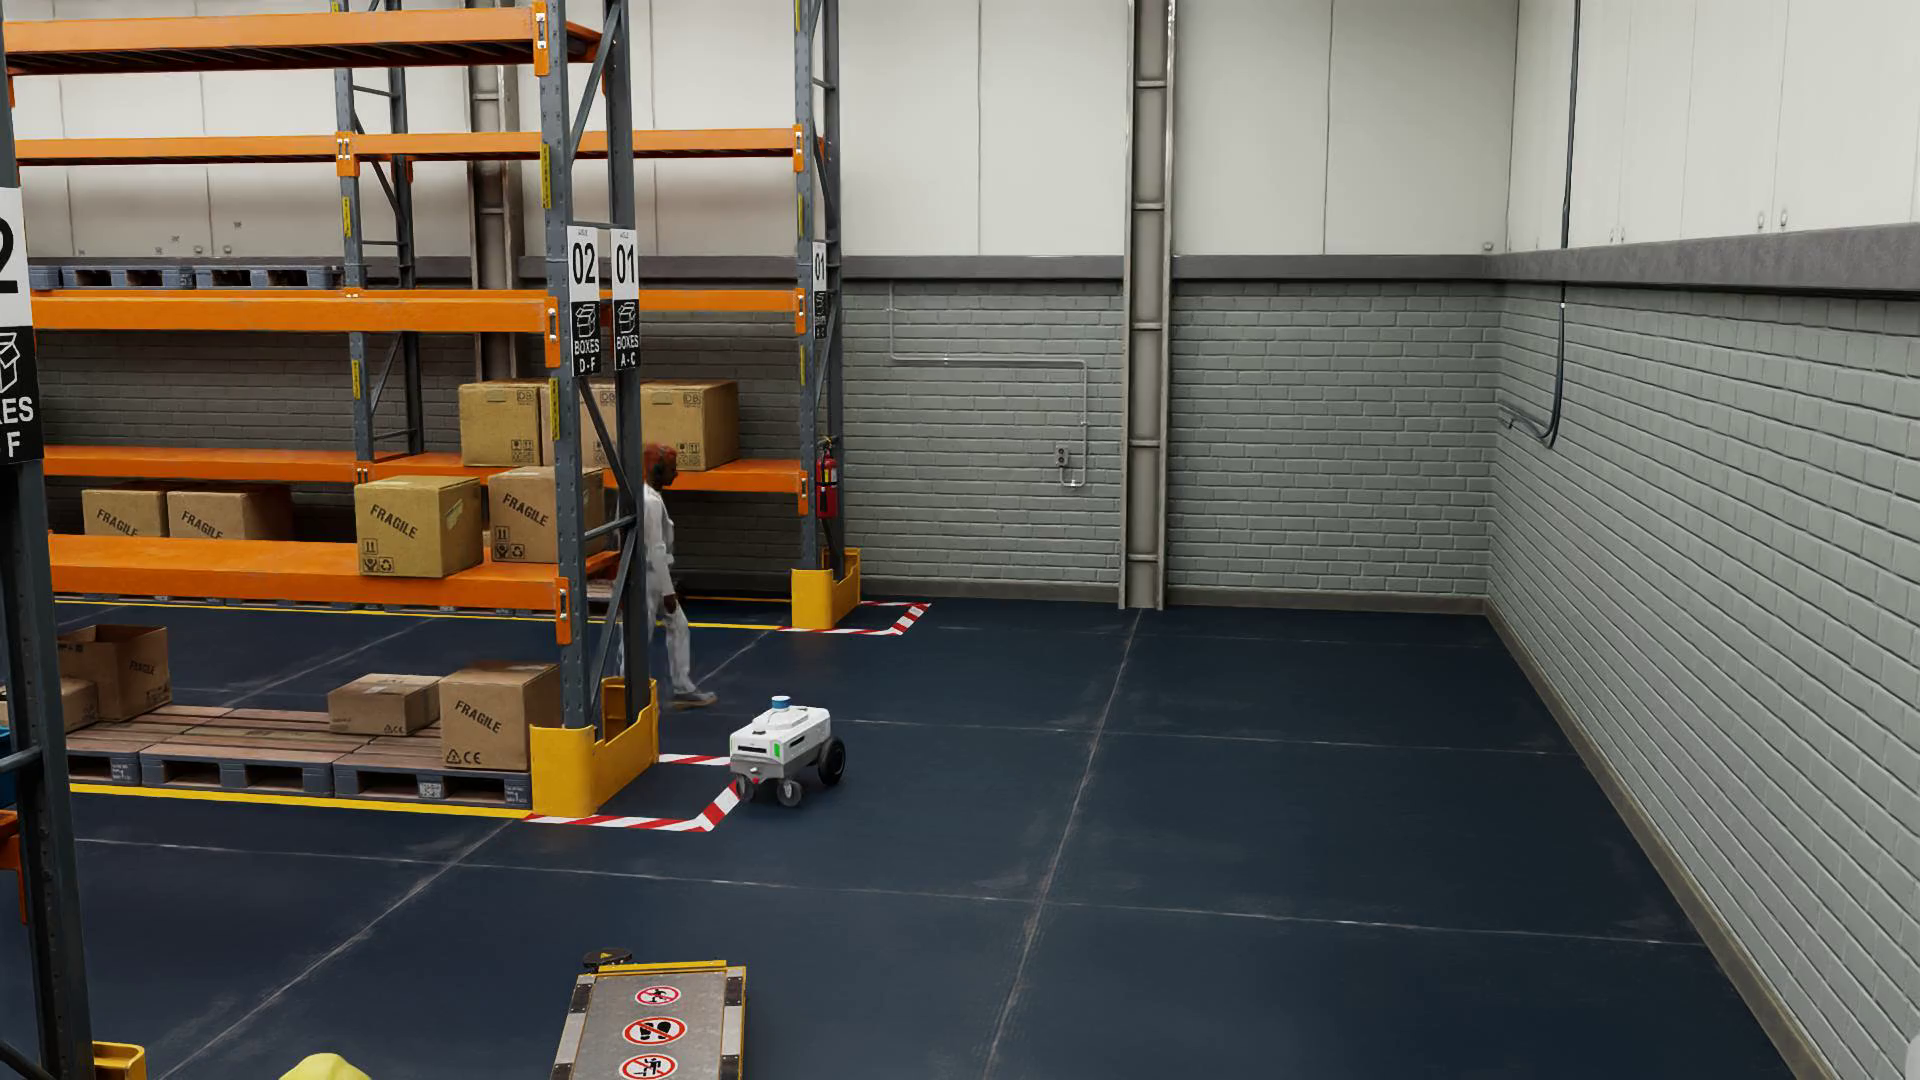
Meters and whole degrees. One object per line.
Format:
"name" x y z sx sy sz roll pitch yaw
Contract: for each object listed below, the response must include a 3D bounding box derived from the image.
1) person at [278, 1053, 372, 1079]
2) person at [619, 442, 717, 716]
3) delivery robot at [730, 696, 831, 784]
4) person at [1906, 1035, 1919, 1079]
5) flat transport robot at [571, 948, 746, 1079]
"person" -0.999 1.684 2.690 0.534 1.767 0.314 -3 10 -19
"person" -1.957 0.272 11.150 0.813 1.852 0.650 -2 9 -12
"delivery robot" -1.026 1.137 9.535 0.477 0.478 0.707 4 10 21
"person" 2.131 1.584 3.375 0.336 1.743 0.561 0 9 1
"flat transport robot" -1.131 1.870 6.159 0.652 0.197 1.431 -1 9 -6
